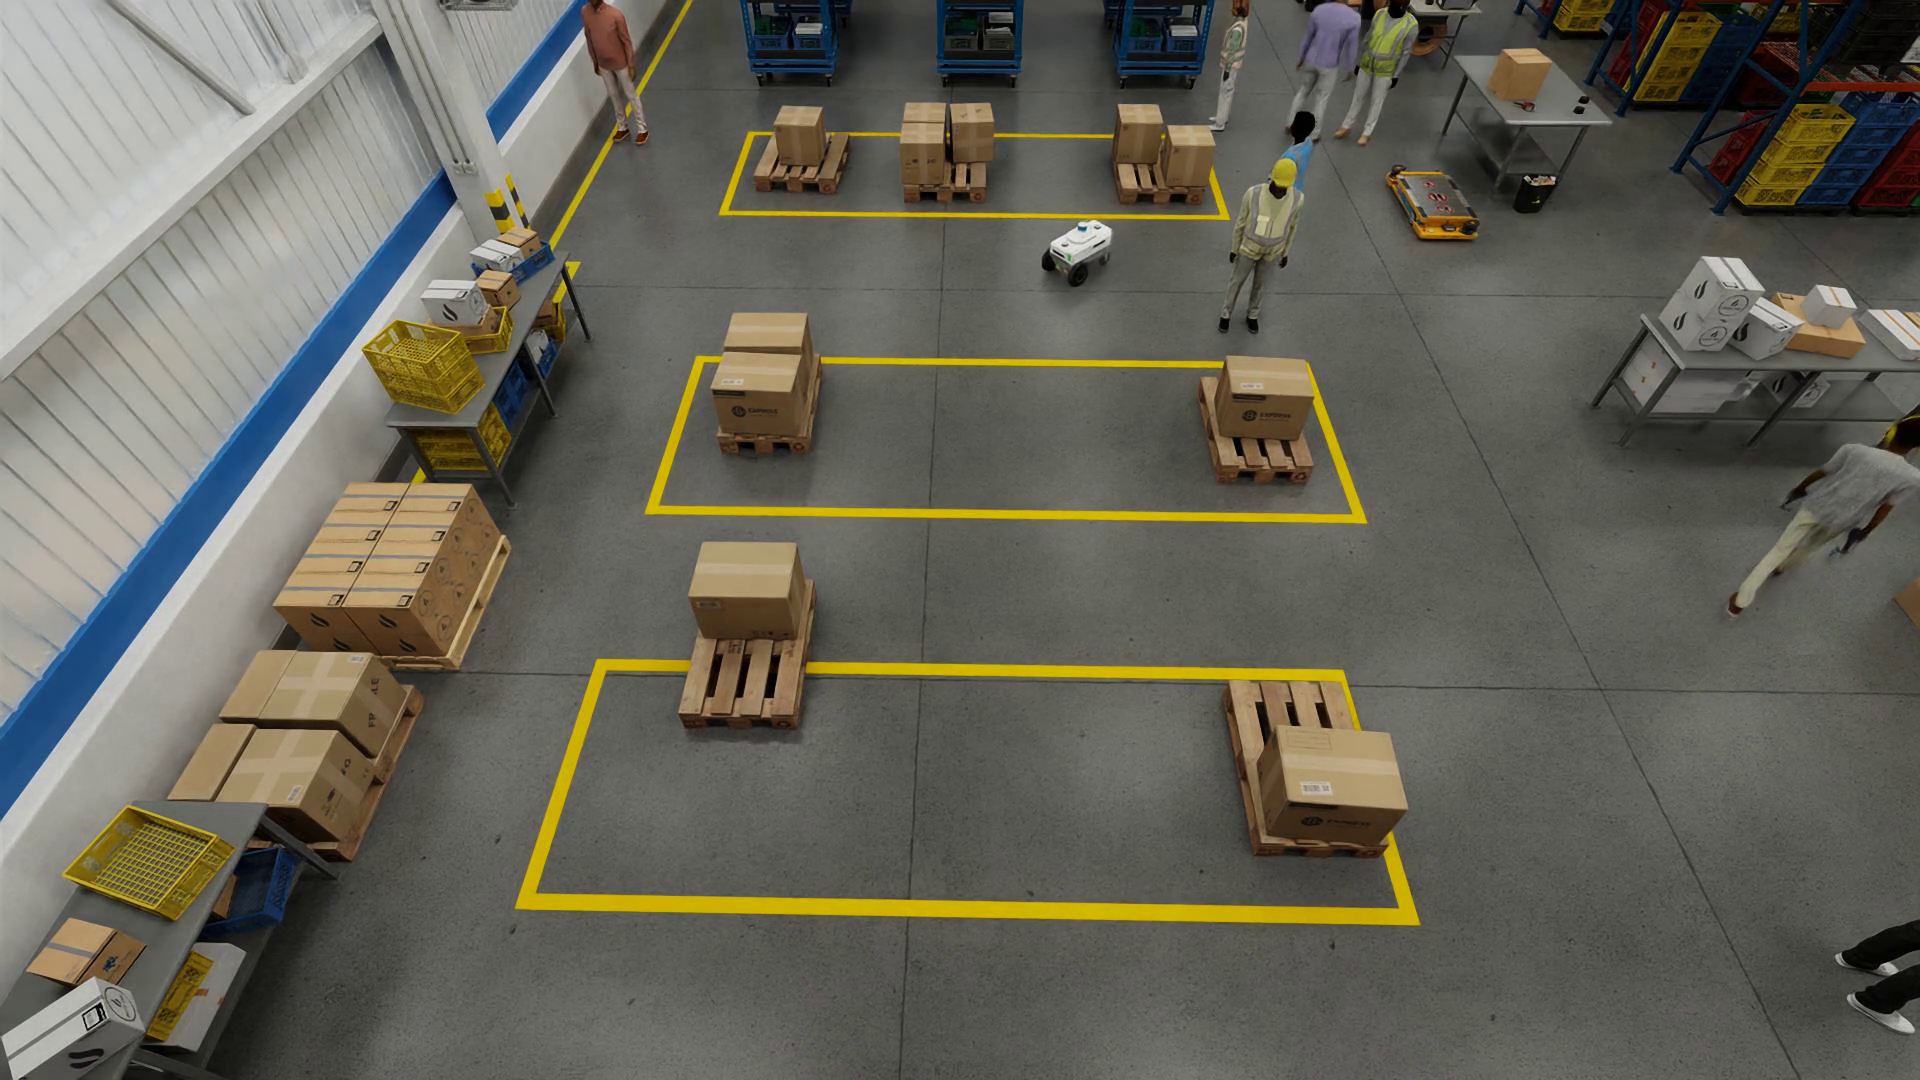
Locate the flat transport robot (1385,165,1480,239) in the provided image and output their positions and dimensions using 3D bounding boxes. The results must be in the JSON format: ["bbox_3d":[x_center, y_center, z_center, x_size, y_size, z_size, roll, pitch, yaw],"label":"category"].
[{"bbox_3d":[5.692,-4.094,11.059,0.652,0.197,1.431,1,49,1],"label":"flat transport robot"}]

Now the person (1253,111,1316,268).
[{"bbox_3d":[3.466,-3.714,9.792,0.315,1.696,0.540,27,54,22],"label":"person"}]

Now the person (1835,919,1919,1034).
[{"bbox_3d":[5.338,2.003,4.703,0.392,1.915,0.590,17,51,14],"label":"person"}]

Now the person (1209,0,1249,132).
[{"bbox_3d":[3.540,-6.226,12.013,0.312,1.633,0.518,15,51,13],"label":"person"}]

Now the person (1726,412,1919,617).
[{"bbox_3d":[6.339,-0.212,6.690,0.989,1.807,0.529,-37,58,-27],"label":"person"}]

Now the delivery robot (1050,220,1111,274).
[{"bbox_3d":[1.329,-3.257,10.082,0.707,0.478,0.477,-34,57,-25],"label":"delivery robot"}]

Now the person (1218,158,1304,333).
[{"bbox_3d":[2.941,-2.847,8.955,0.588,1.831,0.403,4,49,3],"label":"person"}]

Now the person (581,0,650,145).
[{"bbox_3d":[-4.410,-6.058,11.629,0.630,1.995,0.386,12,50,10],"label":"person"}]

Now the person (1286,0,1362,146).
[{"bbox_3d":[4.646,-6.050,11.663,0.736,1.929,0.398,33,57,25],"label":"person"}]

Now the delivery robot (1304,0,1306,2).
[{"bbox_3d":[6.062,-9.232,15.260,0.707,0.478,0.477,-9,50,-8],"label":"delivery robot"}]

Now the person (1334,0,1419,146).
[{"bbox_3d":[5.324,-6.006,11.686,0.430,1.840,0.619,-36,58,-27],"label":"person"}]
